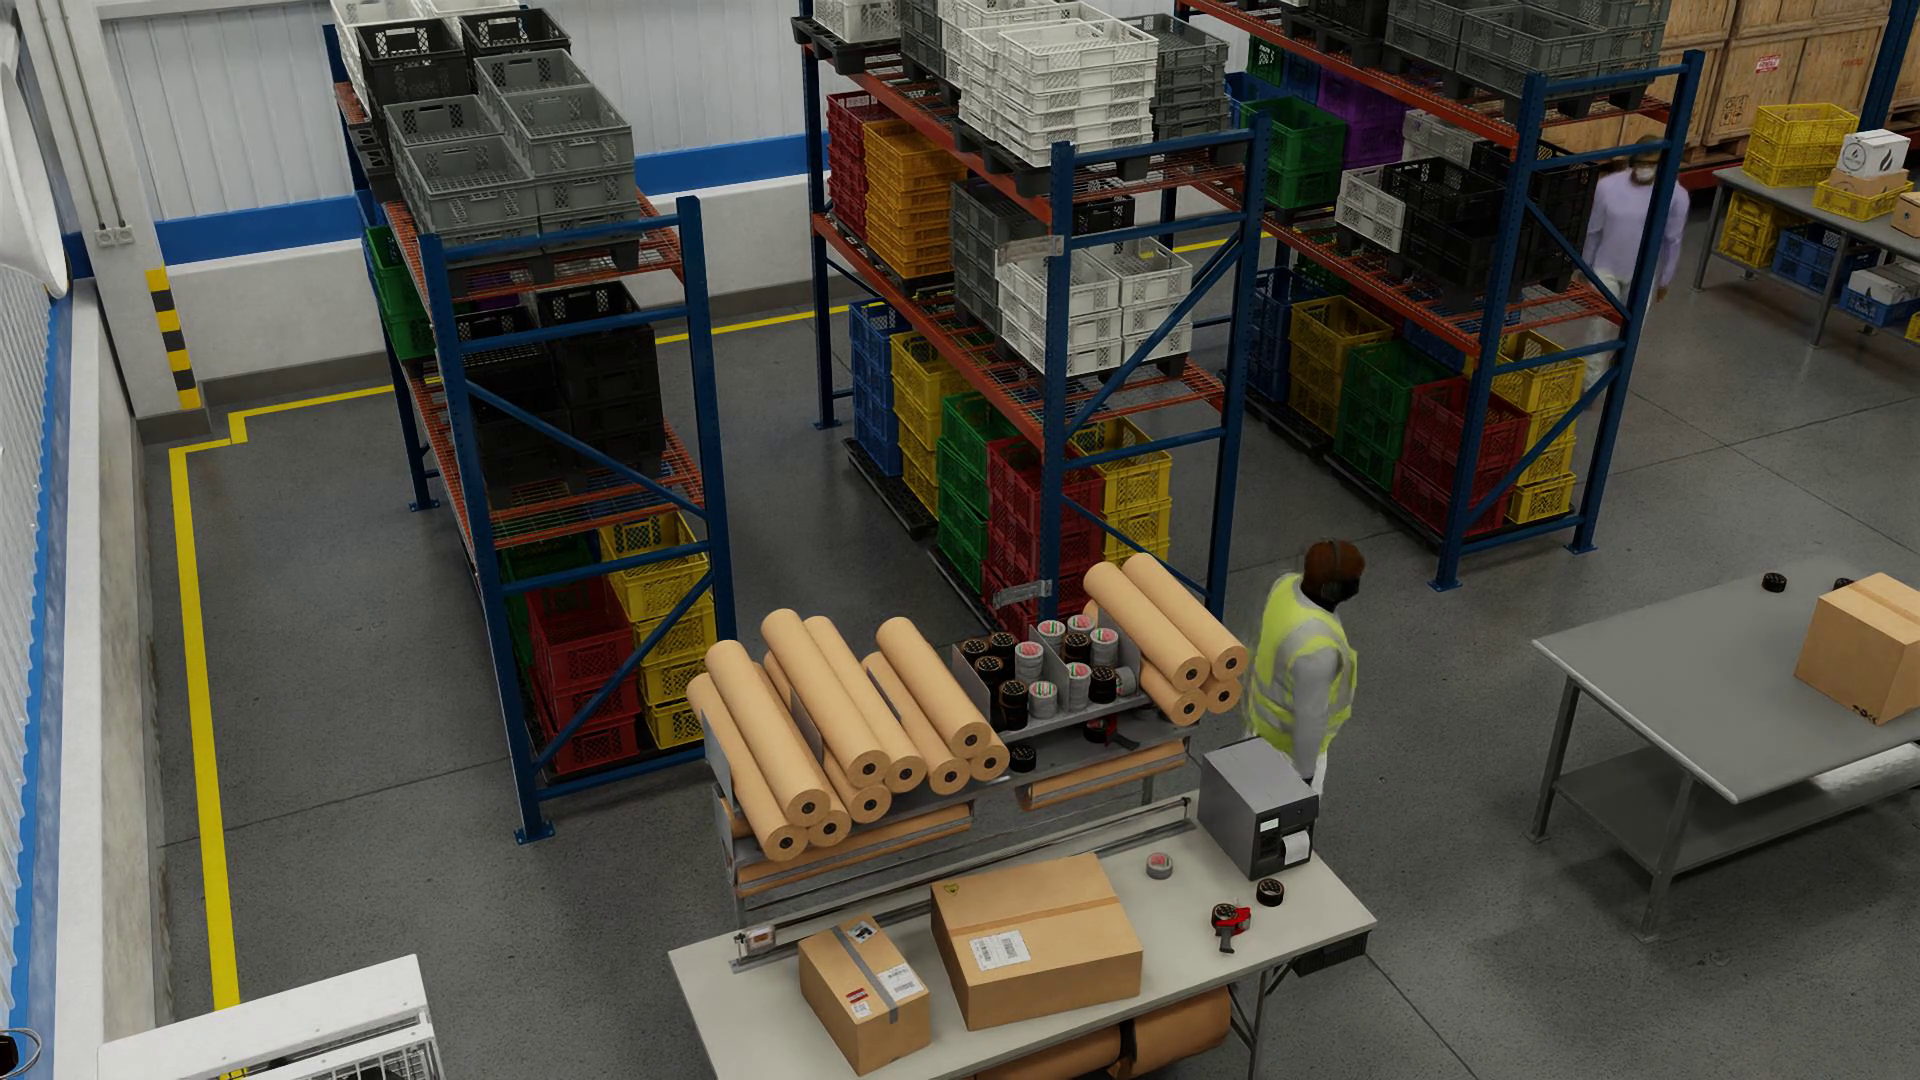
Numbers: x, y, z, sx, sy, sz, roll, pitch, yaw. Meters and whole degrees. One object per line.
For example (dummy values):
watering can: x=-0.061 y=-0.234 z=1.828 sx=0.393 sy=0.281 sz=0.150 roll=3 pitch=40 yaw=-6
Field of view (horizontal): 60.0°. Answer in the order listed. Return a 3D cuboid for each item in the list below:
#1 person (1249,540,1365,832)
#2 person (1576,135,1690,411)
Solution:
person: x=1.424 y=0.799 z=7.213 sx=0.604 sy=1.836 sz=0.657 roll=-1 pitch=32 yaw=-2
person: x=4.569 y=-1.864 z=11.412 sx=0.633 sy=1.920 sz=0.677 roll=15 pitch=35 yaw=23
